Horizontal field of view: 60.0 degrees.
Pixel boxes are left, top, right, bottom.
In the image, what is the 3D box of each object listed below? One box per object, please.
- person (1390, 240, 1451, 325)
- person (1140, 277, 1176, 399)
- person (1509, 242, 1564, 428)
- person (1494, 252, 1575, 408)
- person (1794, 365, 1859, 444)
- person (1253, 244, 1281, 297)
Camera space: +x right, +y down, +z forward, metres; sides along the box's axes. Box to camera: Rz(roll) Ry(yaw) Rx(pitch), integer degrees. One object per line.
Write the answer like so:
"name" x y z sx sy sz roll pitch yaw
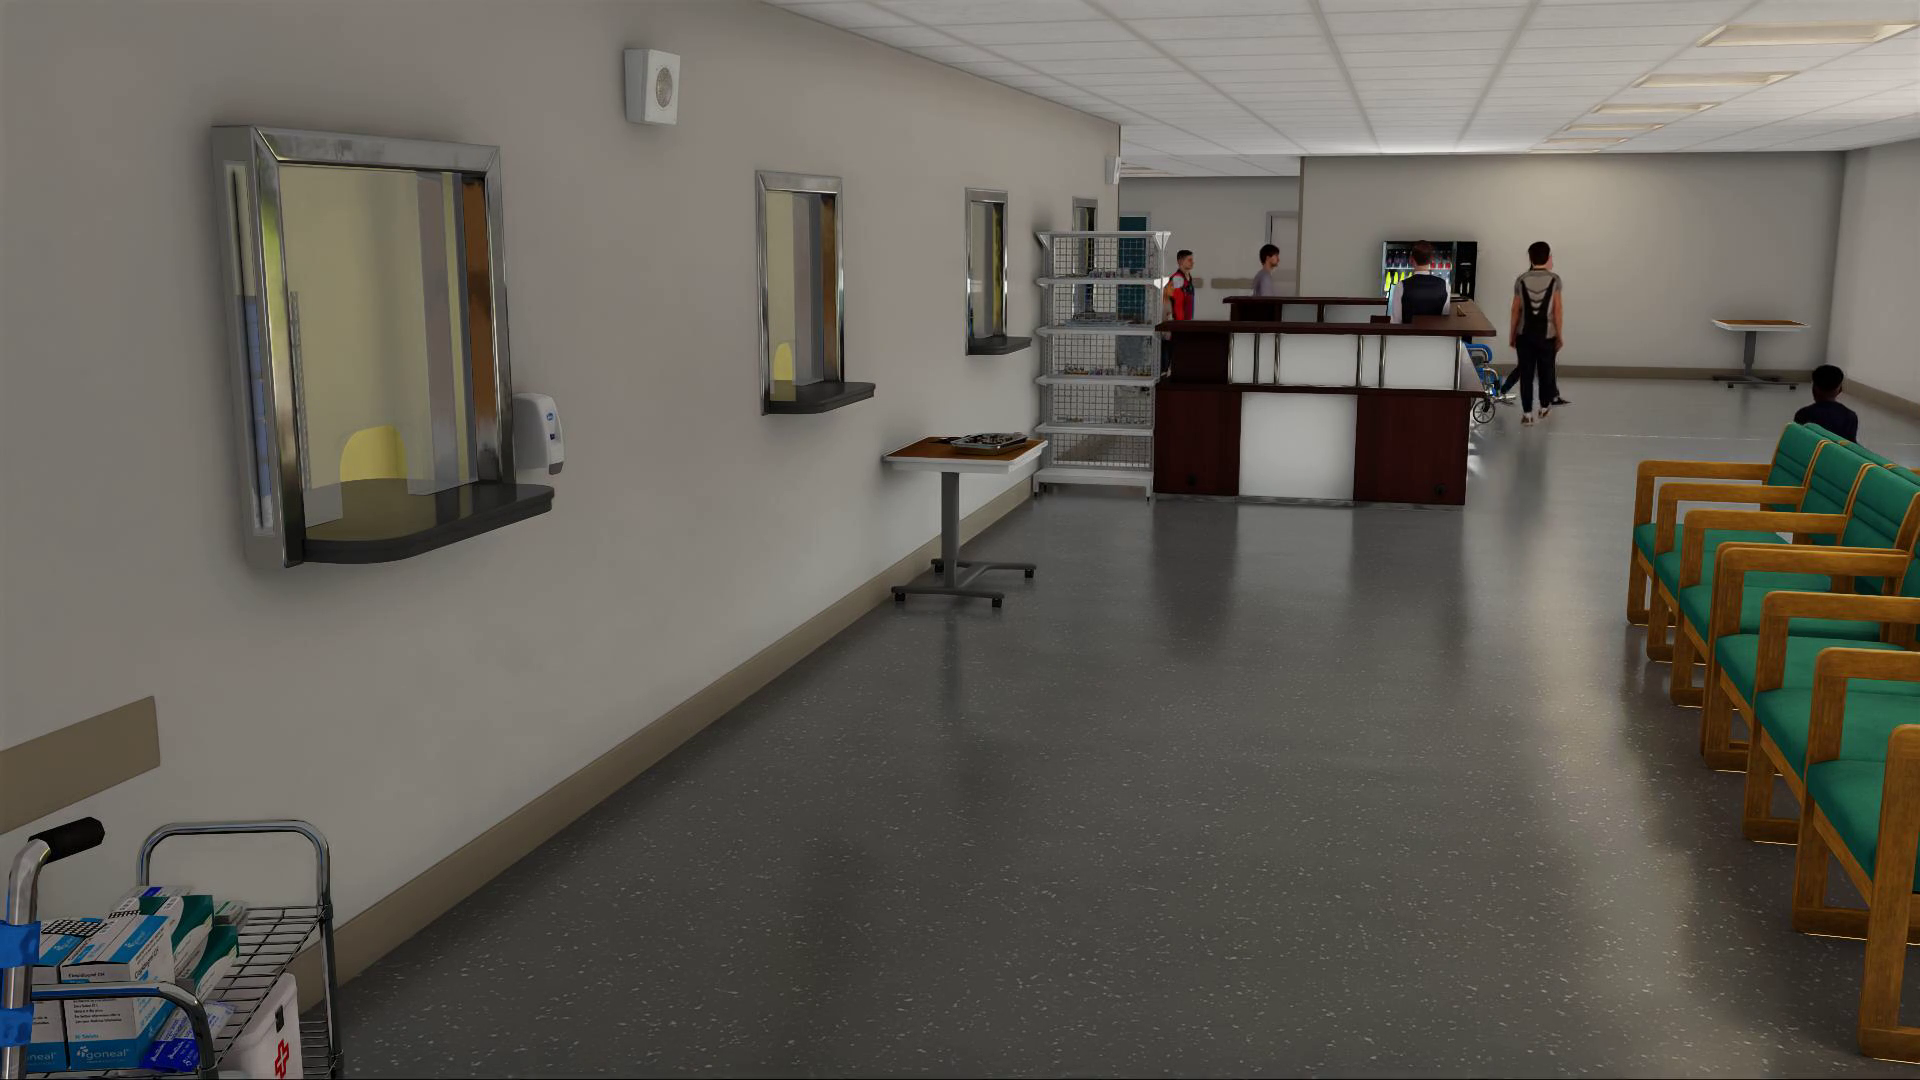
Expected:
"person" 3.836 -1.533 13.900 0.558 1.935 0.745 1 11 6
"person" 2.285 -2.332 19.405 0.651 1.452 0.622 4 11 20
"person" 5.829 -2.046 16.843 1.102 1.845 0.769 4 11 20
"person" 6.309 -2.285 18.428 1.221 1.723 0.825 0 11 1
"person" 4.991 -0.363 9.570 0.501 1.250 0.565 3 11 14
"person" 3.332 -2.382 18.704 1.077 1.811 0.655 3 11 15
